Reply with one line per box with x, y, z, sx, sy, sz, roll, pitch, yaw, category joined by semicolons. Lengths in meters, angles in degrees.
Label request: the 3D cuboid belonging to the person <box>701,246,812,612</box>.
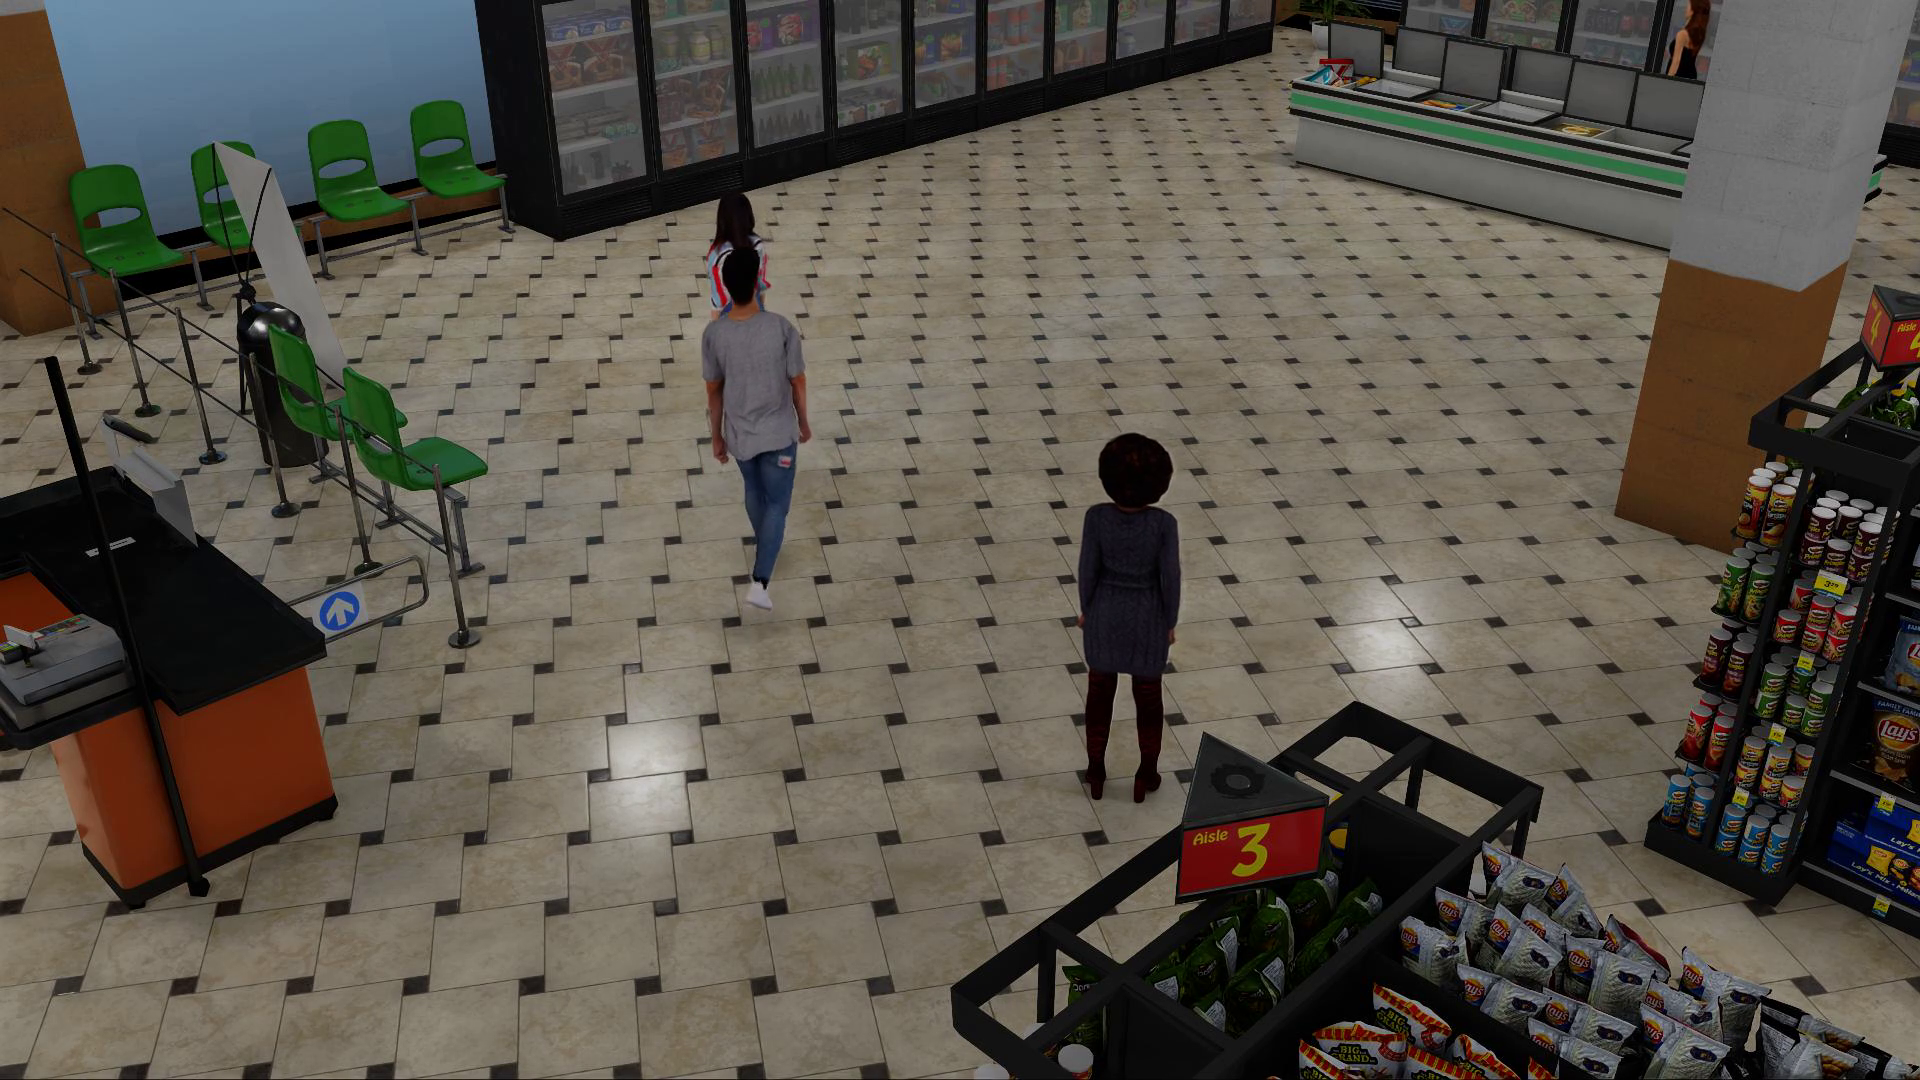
-1.030;-0.519;8.457;1.220;1.855;1.176;5;29;9;person

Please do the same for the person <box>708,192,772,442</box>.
-1.342;-1.349;10.230;0.500;1.612;0.597;24;37;37;person

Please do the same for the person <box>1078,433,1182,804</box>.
0.704;0.351;7.015;0.604;1.710;0.714;7;30;13;person

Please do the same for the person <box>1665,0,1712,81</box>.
6.735;-4.252;15.534;0.580;1.625;0.585;-22;35;-34;person
